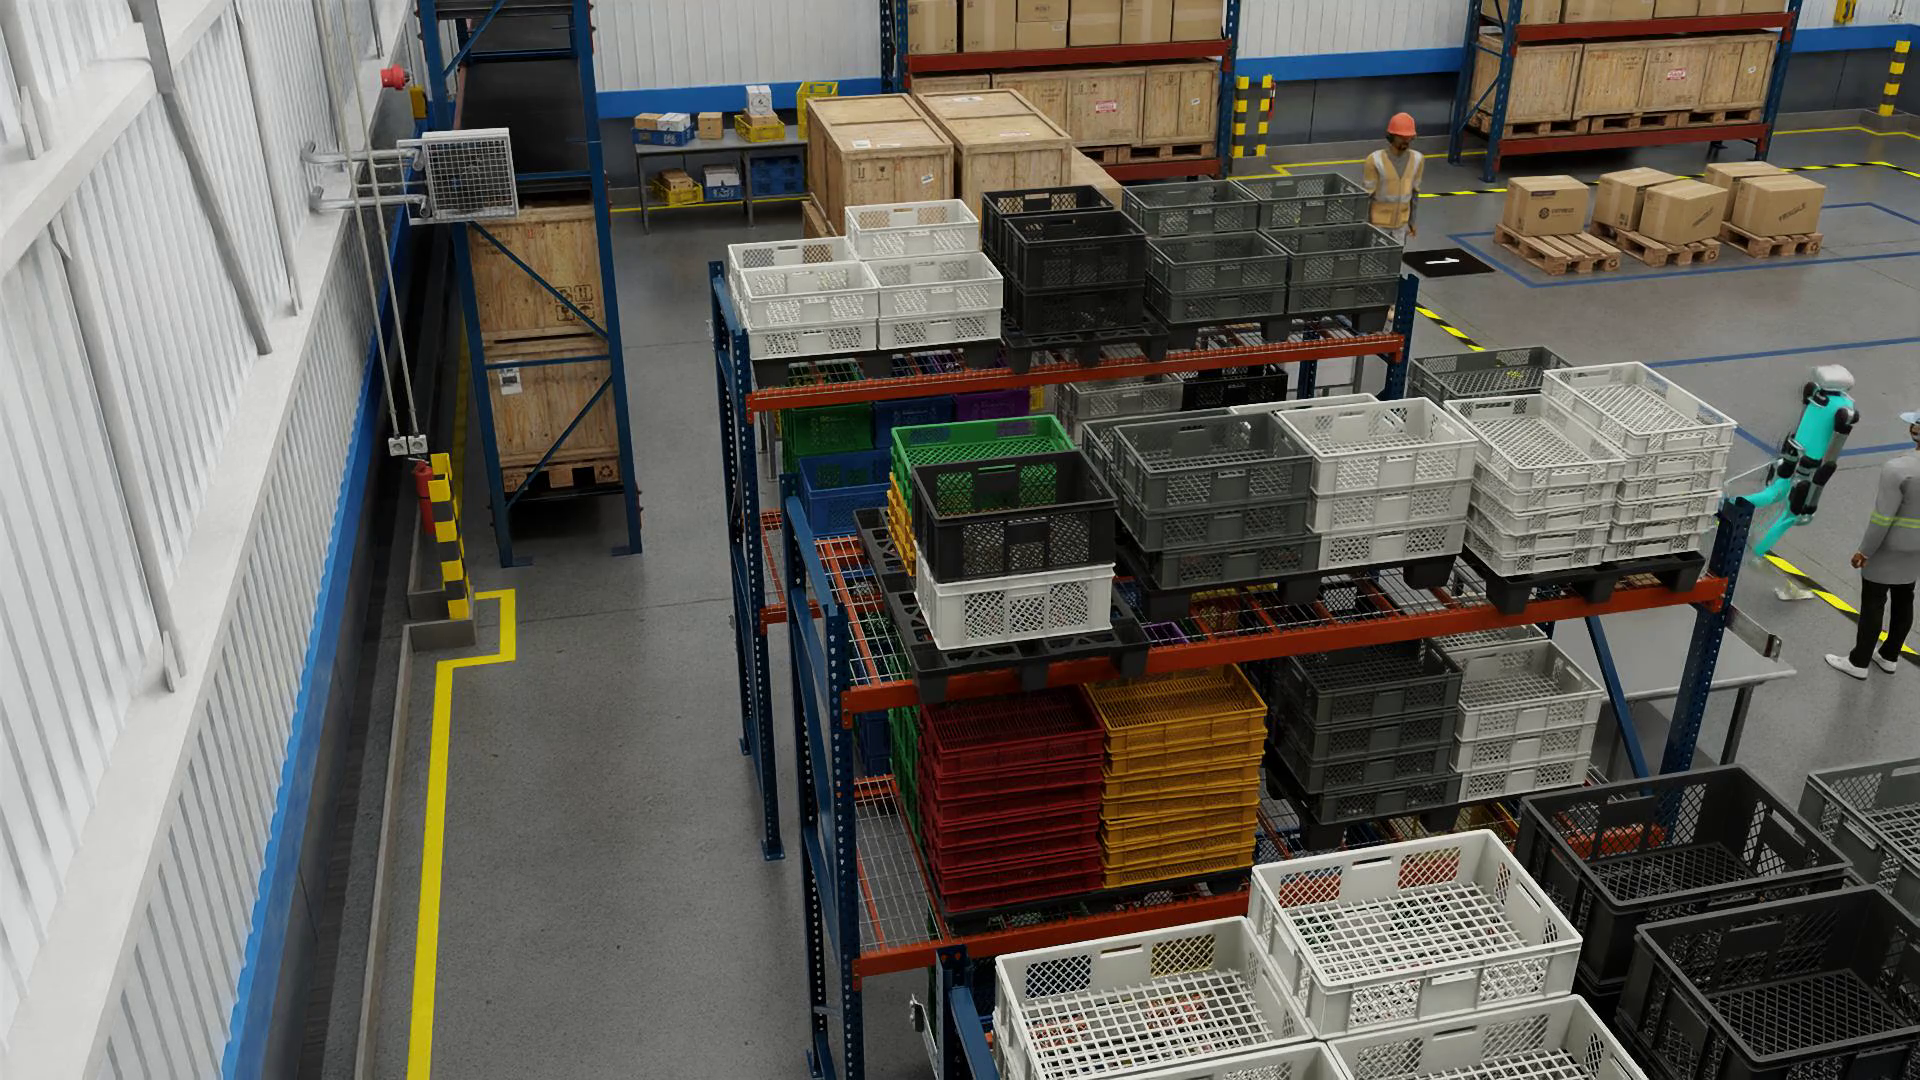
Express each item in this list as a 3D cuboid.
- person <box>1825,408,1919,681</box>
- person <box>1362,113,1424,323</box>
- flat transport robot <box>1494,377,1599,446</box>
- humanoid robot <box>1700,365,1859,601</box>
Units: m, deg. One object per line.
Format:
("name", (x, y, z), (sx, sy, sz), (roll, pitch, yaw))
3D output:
("person", (5.817, 0.003, 10.342), (0.598, 1.850, 0.393), (-8, 29, -14))
("person", (4.125, -3.073, 15.973), (0.607, 2.048, 0.365), (-7, 29, -13))
("flat transport robot", (4.780, -1.036, 14.013), (0.659, 0.231, 1.431), (-6, 28, -12))
("humanoid robot", (5.386, -0.321, 11.156), (1.039, 1.769, 0.533), (-1, 28, -2))
